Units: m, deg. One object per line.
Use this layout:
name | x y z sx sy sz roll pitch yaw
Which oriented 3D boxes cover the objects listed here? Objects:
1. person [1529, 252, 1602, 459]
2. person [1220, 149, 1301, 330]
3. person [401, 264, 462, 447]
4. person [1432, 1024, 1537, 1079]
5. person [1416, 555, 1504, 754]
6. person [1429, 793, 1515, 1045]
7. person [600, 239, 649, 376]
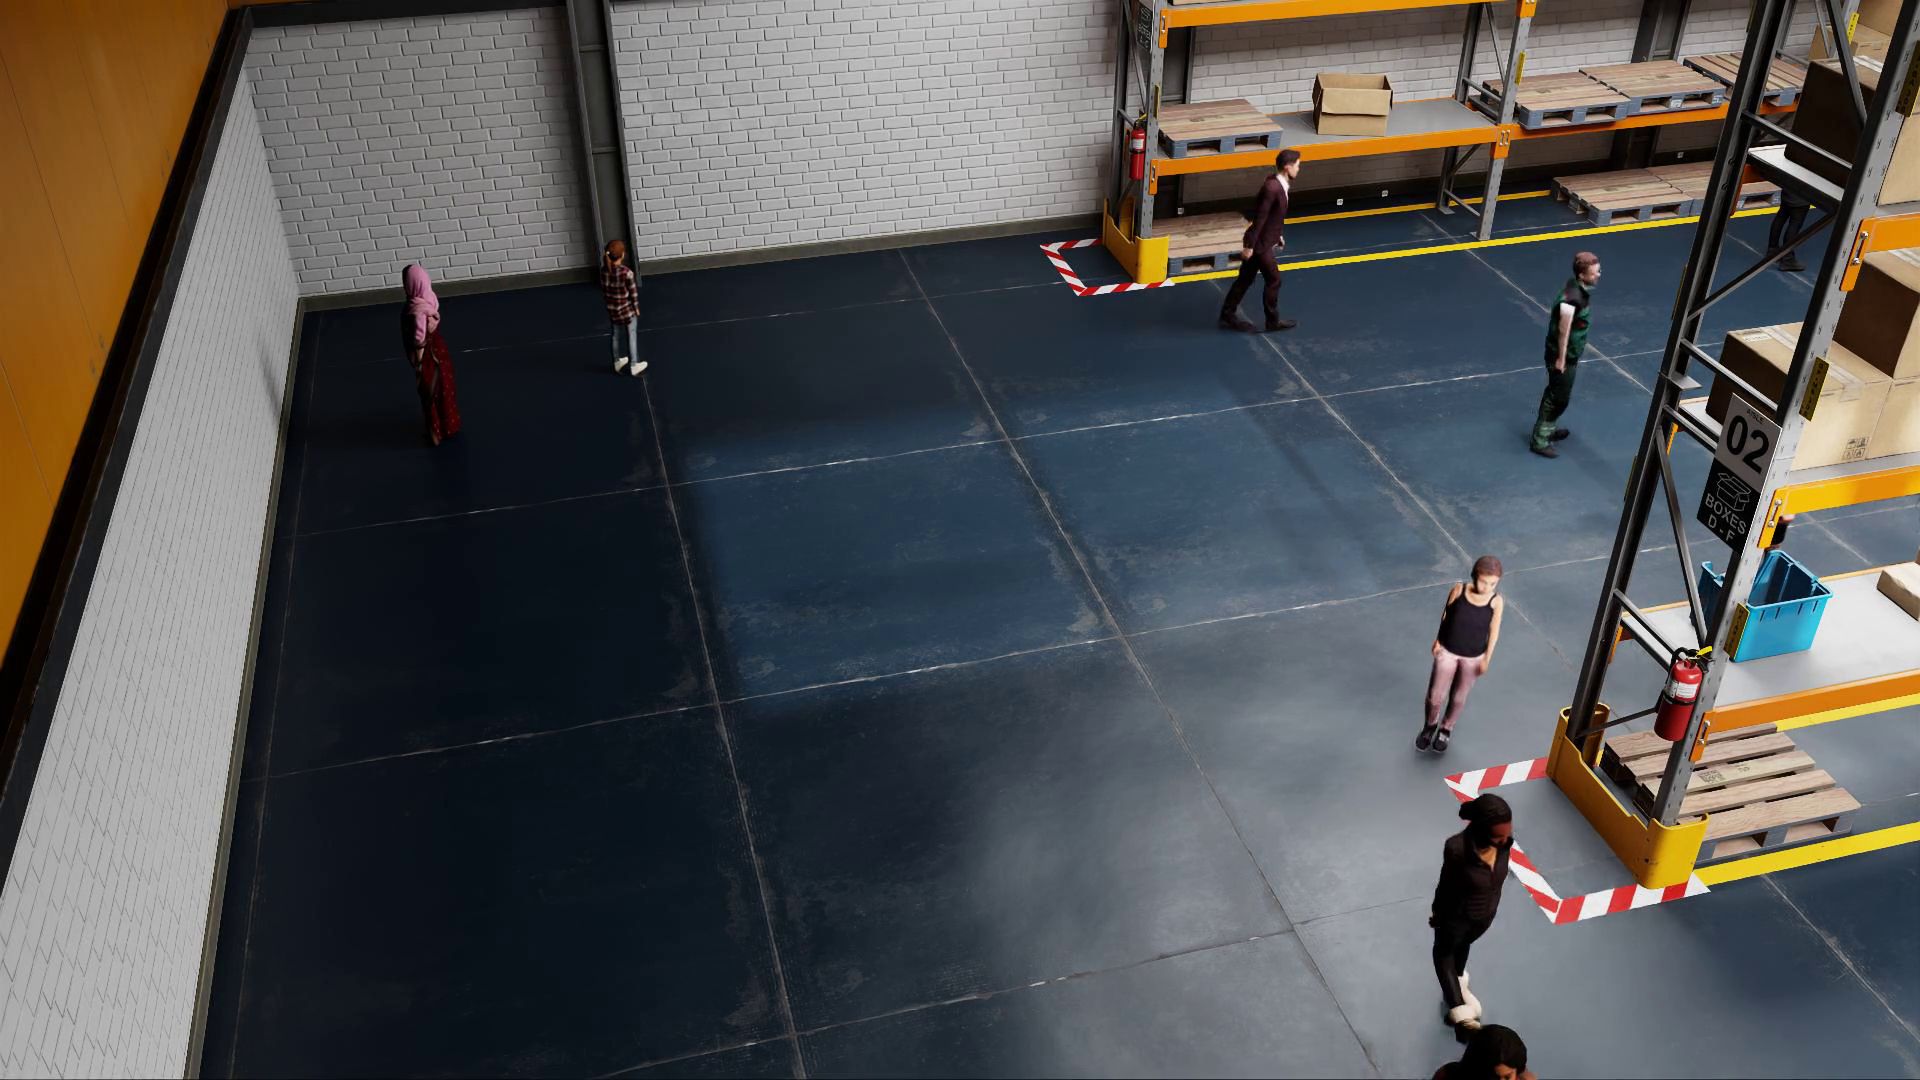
person | 5.151 -1.622 14.149 0.823 1.833 0.808 6 34 9
person | 2.818 -2.846 16.014 1.129 1.807 0.947 9 35 13
person | -4.577 -1.623 14.327 0.701 1.637 0.728 1 34 1
person | 2.307 2.778 7.558 0.995 1.800 0.857 -1 34 -1
person | 3.298 0.708 10.898 0.651 1.551 0.718 15 36 21
person | 2.767 2.024 8.822 0.702 1.657 0.805 26 41 33
person | -3.152 -2.166 15.446 0.589 1.303 0.660 15 36 21
